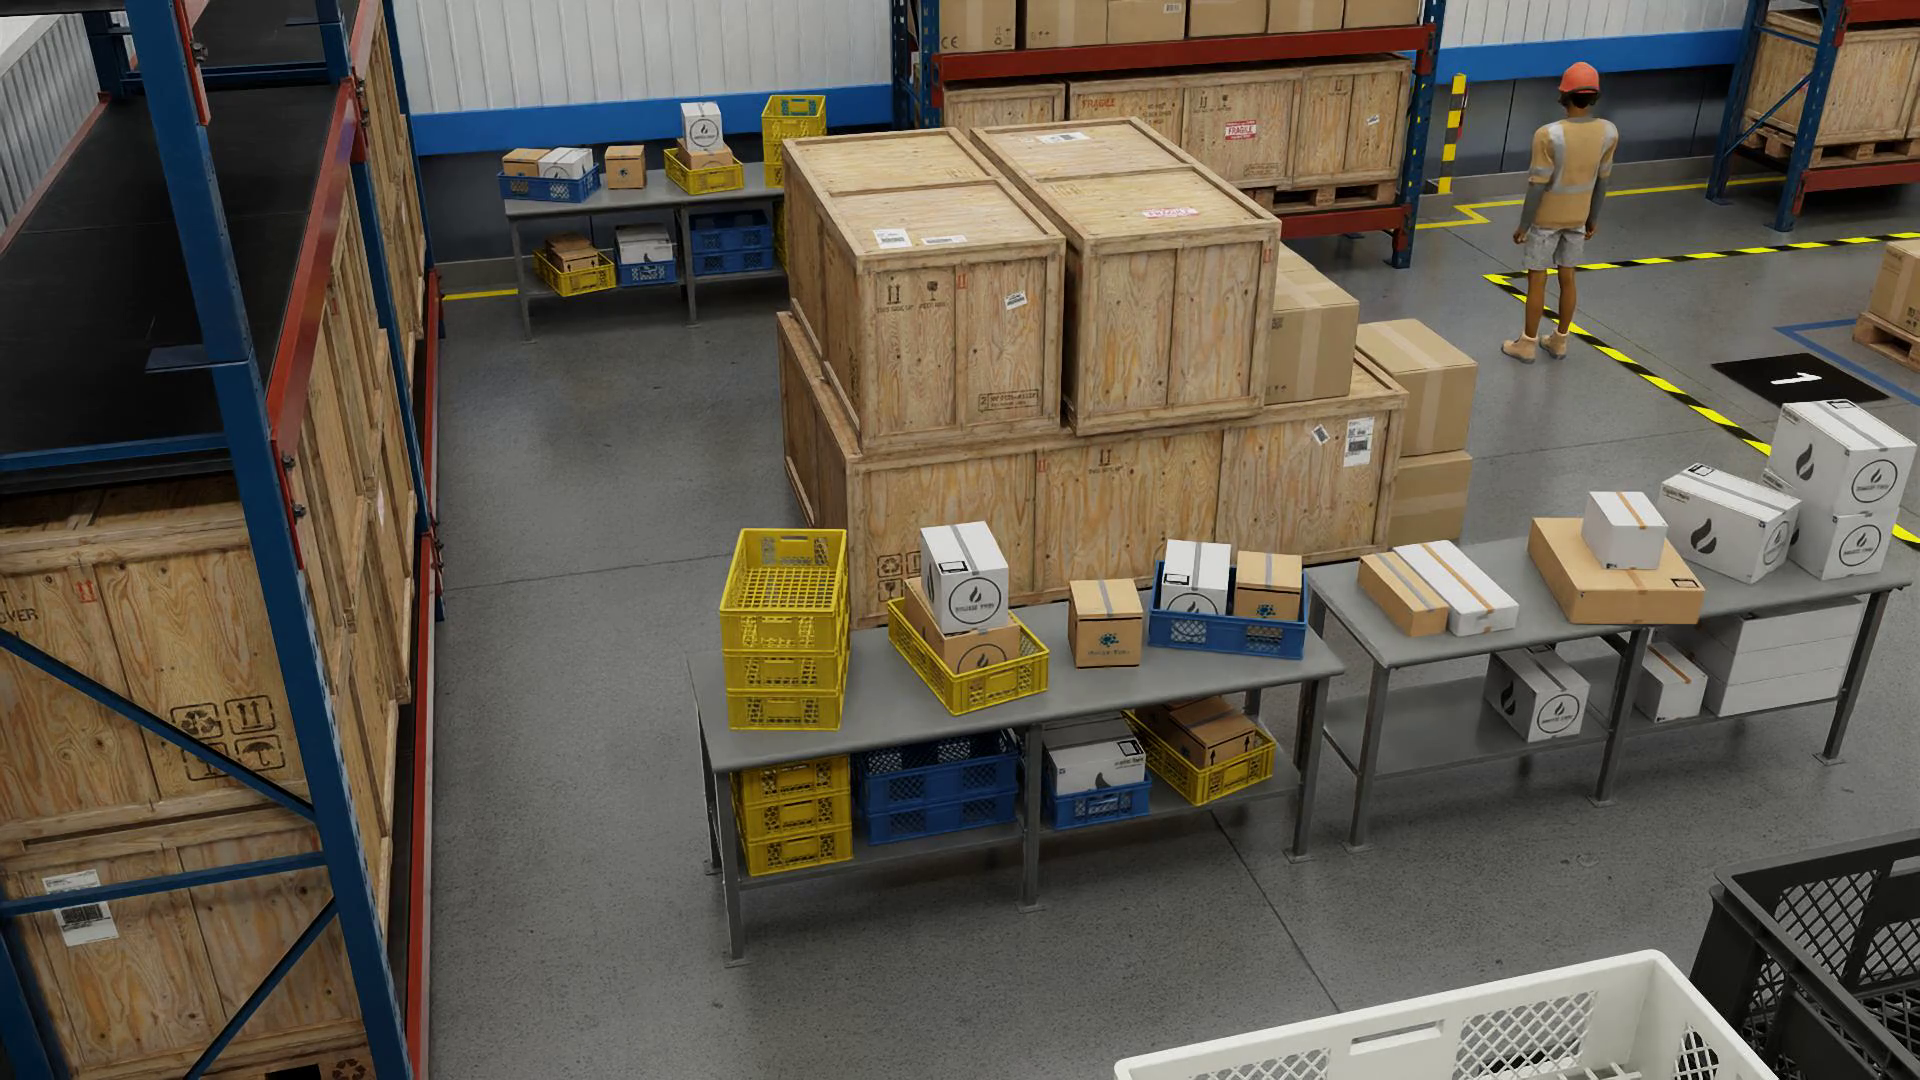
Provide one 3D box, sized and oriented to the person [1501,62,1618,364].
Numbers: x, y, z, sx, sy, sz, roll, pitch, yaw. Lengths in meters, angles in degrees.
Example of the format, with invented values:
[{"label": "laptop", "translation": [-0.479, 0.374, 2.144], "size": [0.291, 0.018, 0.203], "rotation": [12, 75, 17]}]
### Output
[{"label": "person", "translation": [4.045, -2.197, 11.269], "size": [0.614, 2.040, 0.378], "rotation": [-8, 30, -13]}]
